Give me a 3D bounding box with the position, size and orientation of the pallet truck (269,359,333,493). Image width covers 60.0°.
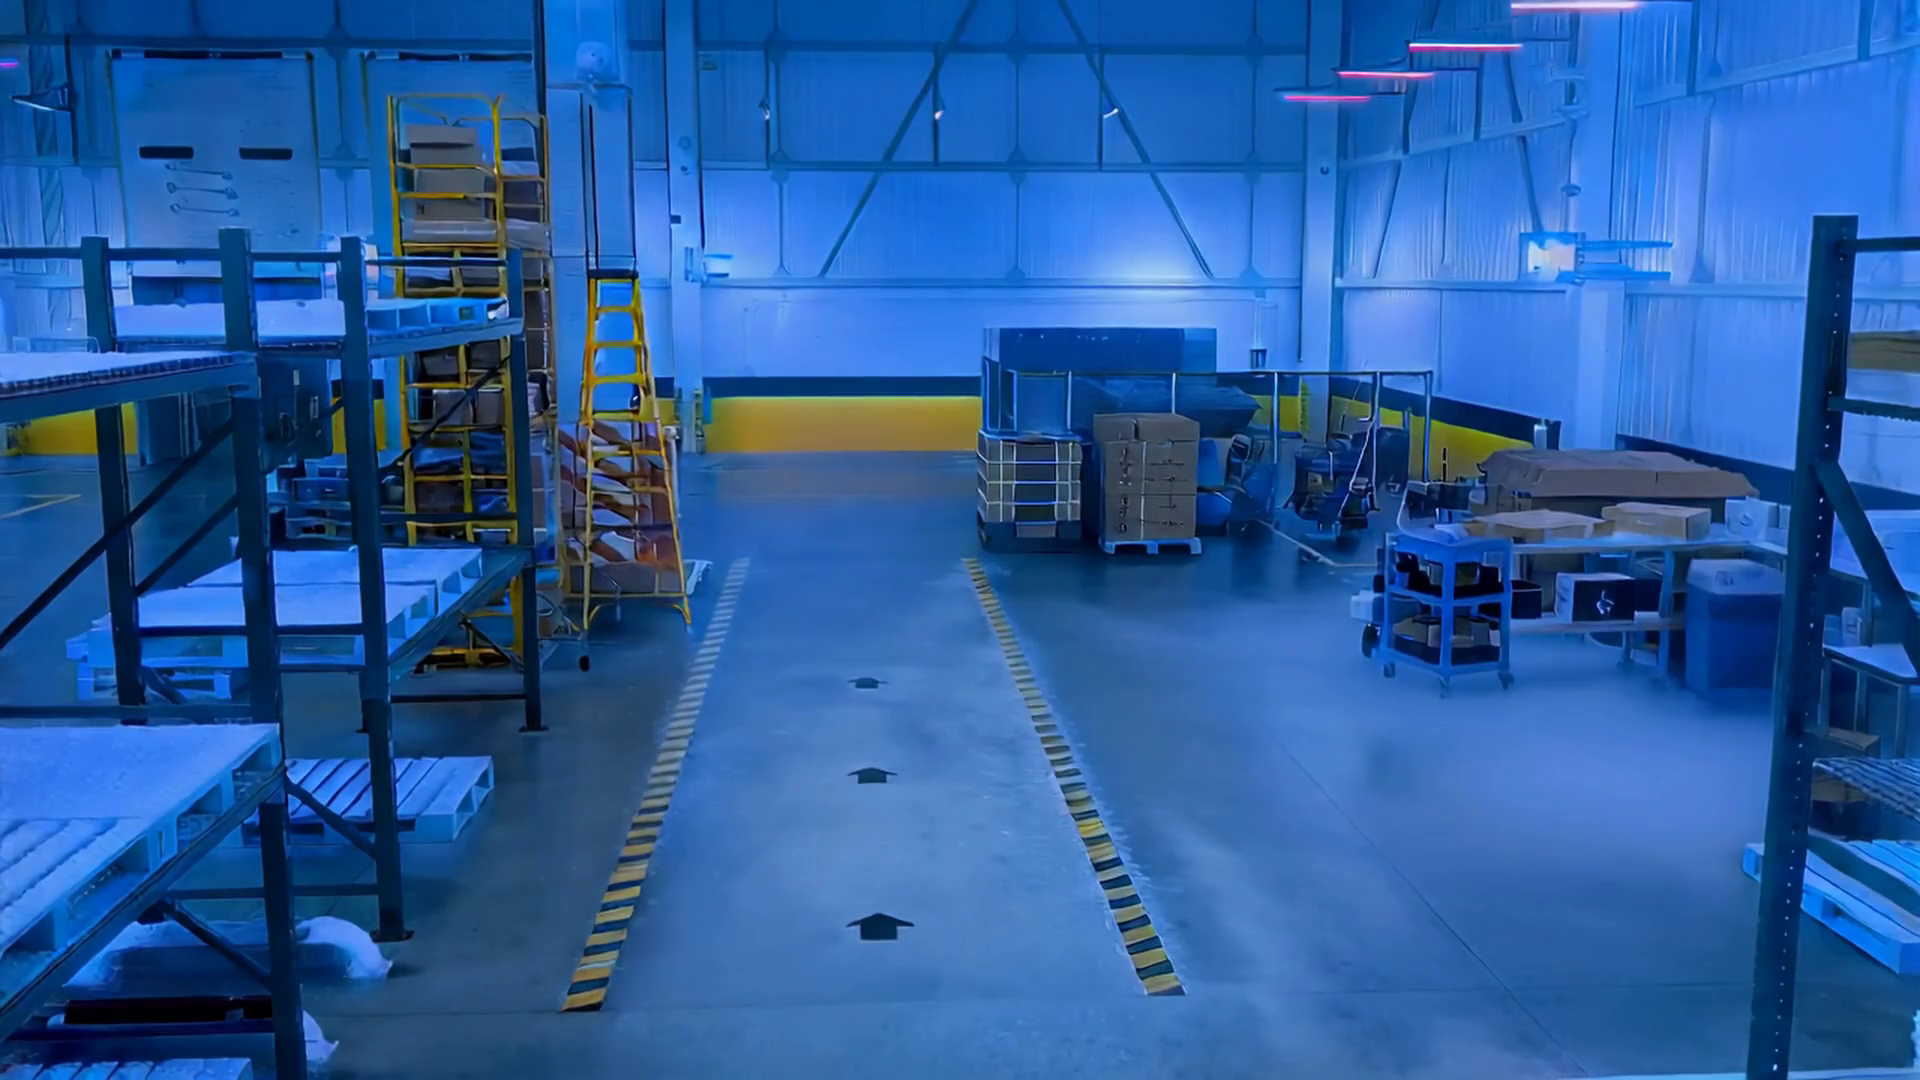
[{"bbox_3d":[-7.062,-1.131,18.996,1.885,1.965,0.823,2,9,13],"label":"pallet truck"}]
